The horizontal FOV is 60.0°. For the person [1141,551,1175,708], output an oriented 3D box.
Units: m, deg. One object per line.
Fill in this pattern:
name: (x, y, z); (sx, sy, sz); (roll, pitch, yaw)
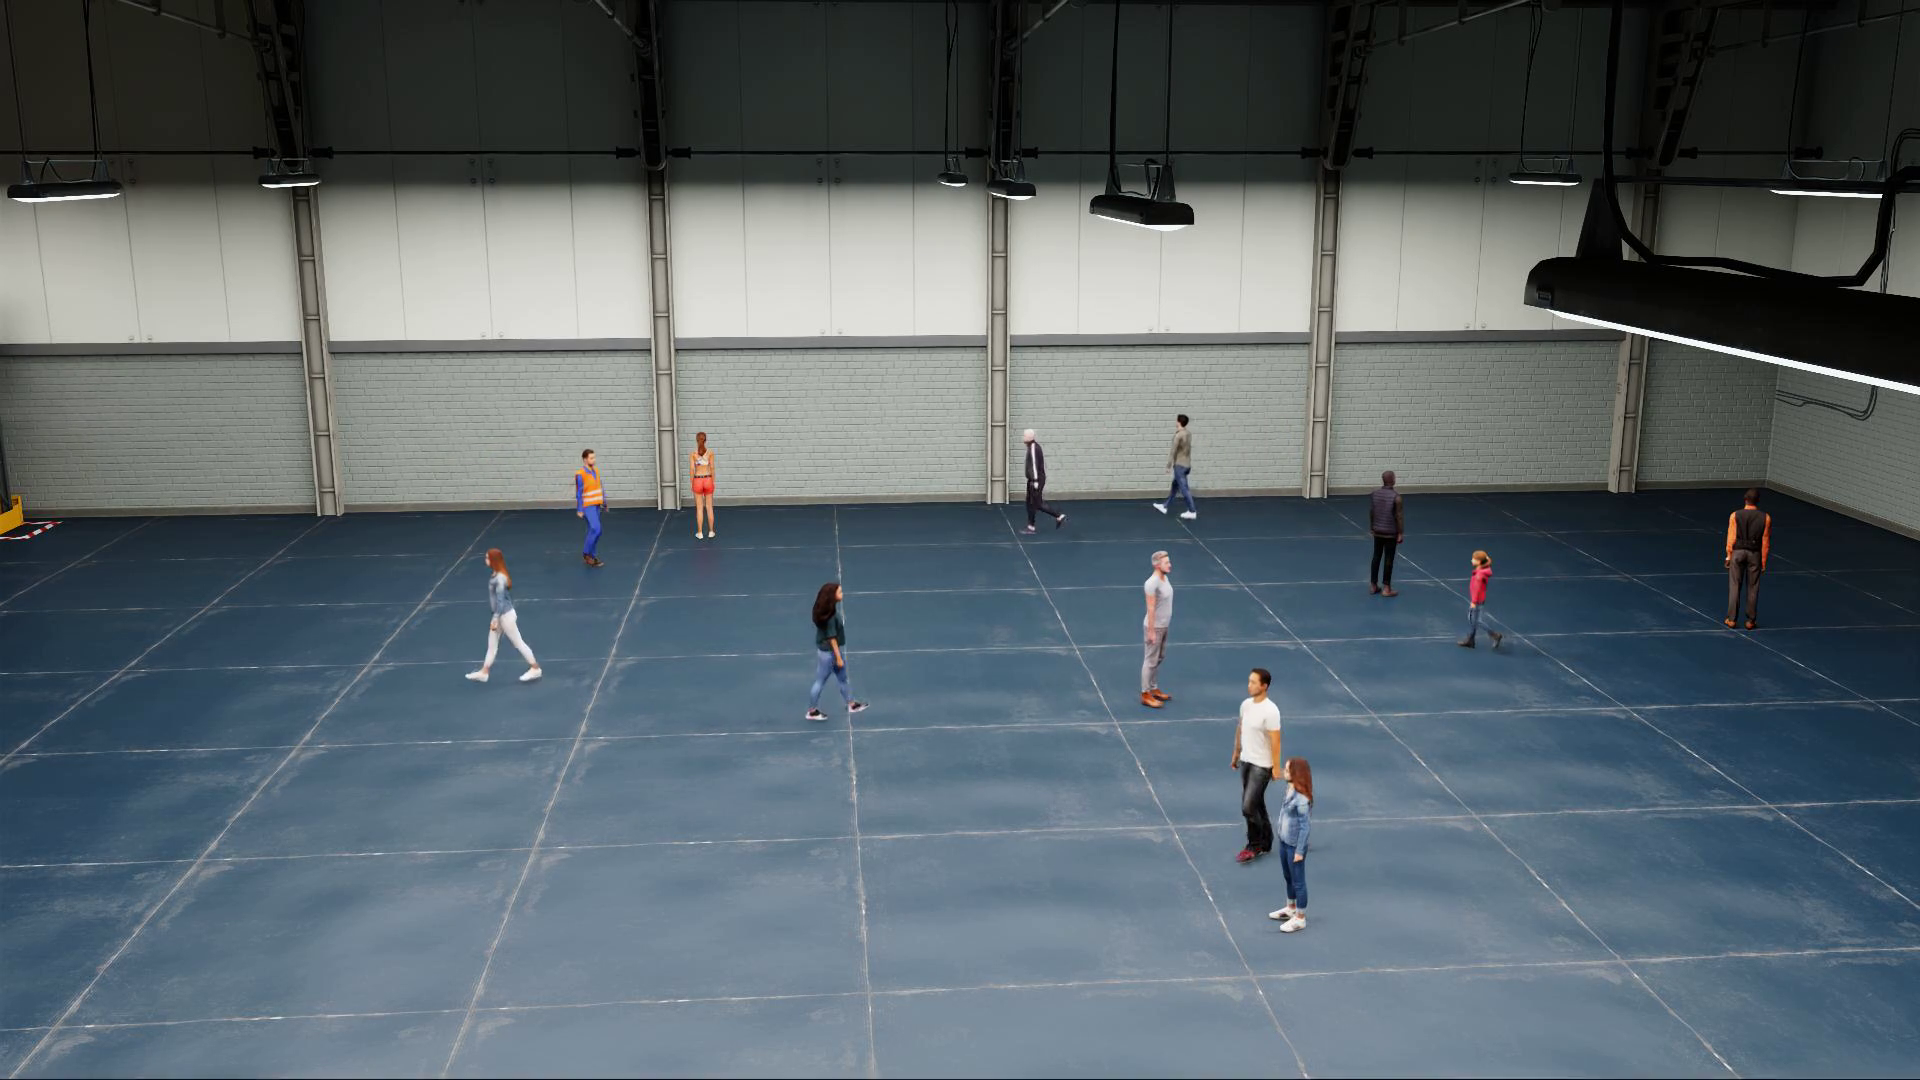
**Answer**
person: (2.282, 1.008, 19.349); (0.742, 1.828, 0.764); (6, 14, 23)

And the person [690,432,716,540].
person: (-4.289, -0.920, 27.758); (0.560, 1.791, 0.673); (-4, 14, -16)

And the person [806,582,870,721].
person: (-1.561, 1.274, 18.732); (0.967, 1.587, 0.641); (-2, 13, -10)

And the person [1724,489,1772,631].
person: (10.620, 0.249, 22.450); (0.720, 1.908, 0.848); (5, 14, 22)

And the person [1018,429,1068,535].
person: (1.380, -0.953, 27.897); (1.073, 1.792, 0.750); (1, 13, 2)

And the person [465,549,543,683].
person: (-5.396, 0.937, 20.048); (1.194, 1.650, 0.859); (-6, 14, -23)

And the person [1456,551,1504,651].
person: (6.736, 0.794, 21.436); (0.861, 1.303, 0.695); (5, 14, 19)

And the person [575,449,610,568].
person: (-5.791, -0.498, 25.798); (0.834, 1.852, 0.817); (5, 14, 20)

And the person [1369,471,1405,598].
person: (6.171, -0.107, 24.149); (0.788, 1.835, 0.779); (-11, 17, -39)

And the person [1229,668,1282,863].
person: (2.773, 2.020, 15.059); (0.813, 1.790, 0.786); (-6, 14, -24)

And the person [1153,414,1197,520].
person: (3.949, -1.243, 29.096); (1.246, 1.815, 1.138); (8, 15, 32)

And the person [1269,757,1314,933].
person: (2.763, 2.491, 13.724); (0.506, 1.476, 0.579); (-2, 13, -10)
